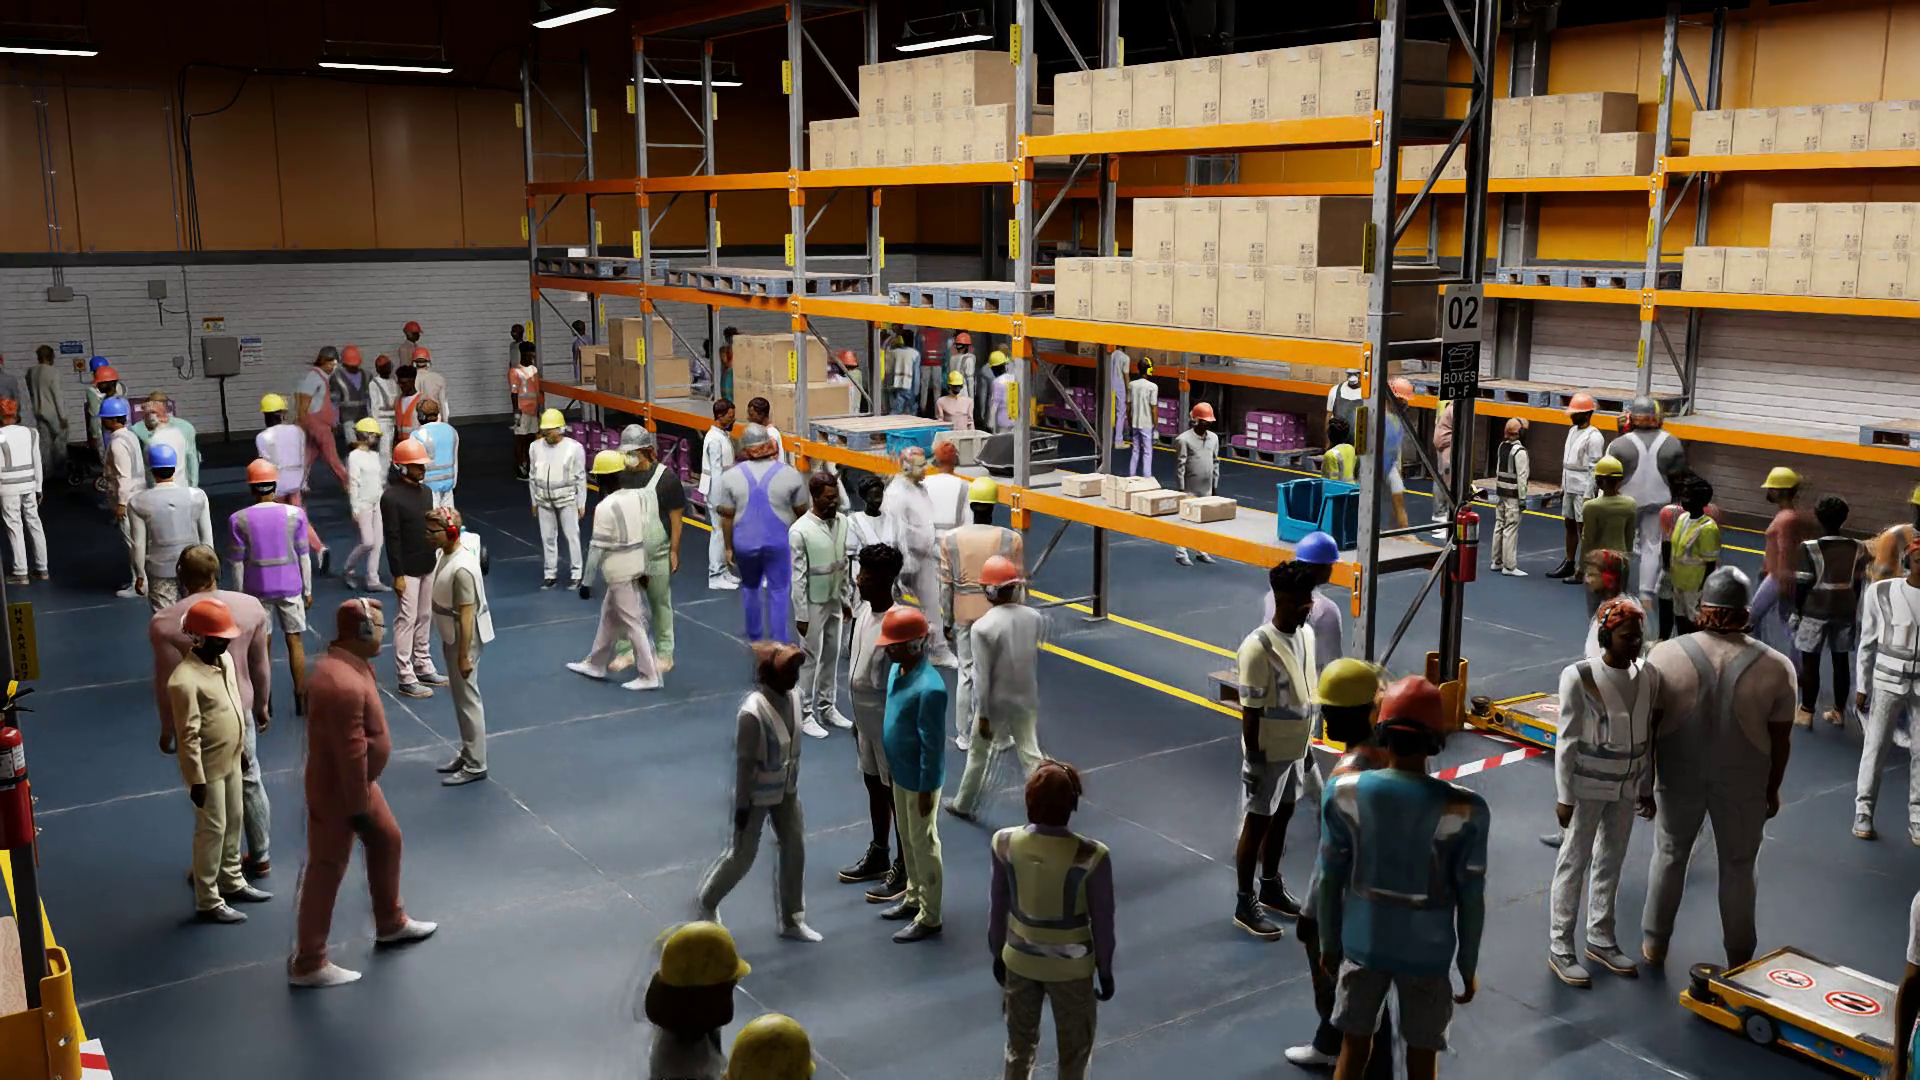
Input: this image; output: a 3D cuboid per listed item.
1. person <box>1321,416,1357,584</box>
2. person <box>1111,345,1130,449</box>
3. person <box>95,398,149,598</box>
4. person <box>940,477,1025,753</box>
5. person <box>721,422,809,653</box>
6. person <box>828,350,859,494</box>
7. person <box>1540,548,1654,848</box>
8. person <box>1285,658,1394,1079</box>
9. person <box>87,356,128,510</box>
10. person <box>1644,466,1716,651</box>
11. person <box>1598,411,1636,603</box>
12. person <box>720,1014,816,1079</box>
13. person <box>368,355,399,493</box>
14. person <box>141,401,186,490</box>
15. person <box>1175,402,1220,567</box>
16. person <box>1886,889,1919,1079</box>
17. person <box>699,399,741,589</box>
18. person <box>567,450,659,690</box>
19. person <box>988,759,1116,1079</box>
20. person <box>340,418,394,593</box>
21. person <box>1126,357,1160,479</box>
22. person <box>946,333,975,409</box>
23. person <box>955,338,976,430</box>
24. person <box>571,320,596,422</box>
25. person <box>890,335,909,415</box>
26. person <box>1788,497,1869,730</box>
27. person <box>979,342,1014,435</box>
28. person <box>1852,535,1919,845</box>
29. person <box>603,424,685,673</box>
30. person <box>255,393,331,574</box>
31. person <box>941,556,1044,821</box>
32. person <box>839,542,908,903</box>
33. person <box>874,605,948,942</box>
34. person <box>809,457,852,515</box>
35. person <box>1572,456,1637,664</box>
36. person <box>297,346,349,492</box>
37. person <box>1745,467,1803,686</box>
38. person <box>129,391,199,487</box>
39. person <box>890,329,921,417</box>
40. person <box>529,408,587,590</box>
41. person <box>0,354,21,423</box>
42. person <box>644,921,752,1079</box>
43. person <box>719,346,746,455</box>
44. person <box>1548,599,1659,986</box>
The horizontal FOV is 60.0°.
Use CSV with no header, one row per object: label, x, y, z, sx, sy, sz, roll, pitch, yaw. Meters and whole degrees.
person,3.812,-0.405,16.804,0.322,1.697,0.532,8,14,37
person,2.533,-2.359,26.469,0.357,1.835,0.516,-8,14,-35
person,-8.124,-0.410,16.186,0.406,1.946,0.608,-3,12,-16
person,0.155,0.521,11.478,0.587,1.927,0.364,1,11,7
person,-1.571,-0.006,13.883,0.759,2.000,0.803,0,11,2
person,-1.492,-1.572,22.211,0.623,1.914,0.568,5,12,24
person,3.833,0.955,9.553,0.749,1.813,0.622,3,12,17
person,1.568,1.416,6.938,0.644,1.905,0.602,5,12,25
person,-10.755,-1.350,21.018,0.402,1.940,0.602,4,12,18
person,6.030,0.219,13.738,0.549,1.653,0.865,-2,11,-10
person,6.337,-0.322,15.992,0.389,1.849,0.567,3,11,14
person,-0.495,2.034,4.248,0.492,1.729,0.324,4,12,21
person,-7.770,-1.564,22.352,0.491,1.856,0.613,3,11,13
person,-7.929,-0.435,16.471,0.520,1.889,0.695,-1,11,-7
person,2.533,-0.590,17.640,0.568,1.743,0.348,-6,13,-29
person,3.293,1.752,5.391,0.506,1.846,0.346,9,14,38
person,-2.386,-0.456,16.541,0.411,1.906,0.602,0,11,-2
person,-2.769,0.242,13.000,0.929,1.881,0.601,3,11,14
person,0.348,1.655,6.443,0.519,1.631,0.314,6,12,27
person,-5.867,-0.330,16.349,0.513,1.726,0.571,2,11,10
person,2.395,-1.453,21.725,0.336,1.873,0.521,-10,15,-41
person,0.033,-2.193,25.374,0.385,1.929,0.543,-10,15,-42
person,0.045,-2.282,25.979,0.328,1.868,0.509,8,14,36
person,-6.444,-2.798,28.462,0.374,1.933,0.625,2,11,10
person,-0.961,-2.570,27.802,0.494,1.736,0.417,10,15,40
person,6.249,0.531,12.007,0.535,1.699,0.321,-1,11,-4
person,0.584,-1.841,23.568,0.629,1.928,0.500,1,11,6
person,5.607,0.873,9.821,0.574,1.876,0.355,5,12,24
person,-2.602,0.073,13.477,0.688,2.000,0.539,2,11,12
person,-6.889,-0.555,17.050,0.810,1.903,0.583,6,13,29
person,0.262,0.936,9.946,0.572,1.704,0.929,-9,14,-37
person,-0.427,0.976,9.048,0.367,1.966,0.607,-6,13,-29
person,-0.263,1.184,8.566,0.354,1.741,0.568,-4,12,-21
person,-1.708,-1.144,20.620,0.763,1.690,0.587,4,12,20
person,5.240,0.197,13.550,0.527,1.768,0.331,-4,12,-19
person,-8.558,-1.648,22.286,1.005,2.000,0.748,0,11,-2
person,6.391,0.290,13.149,0.750,1.741,0.539,7,13,34
person,-8.129,-0.564,17.032,0.628,1.931,0.363,-5,12,-25
person,-0.911,-2.437,26.714,0.603,1.906,0.766,8,13,35
person,-3.981,-0.396,16.453,0.589,1.823,0.404,2,11,9
person,-14.031,-1.882,24.290,0.568,1.739,0.524,-4,12,-22
person,-0.799,1.922,4.812,0.479,1.728,0.494,-2,11,-9
person,-3.271,-1.892,24.074,0.391,1.834,0.574,-6,13,-28
person,3.126,1.211,8.060,0.572,1.883,0.354,-4,12,-21
